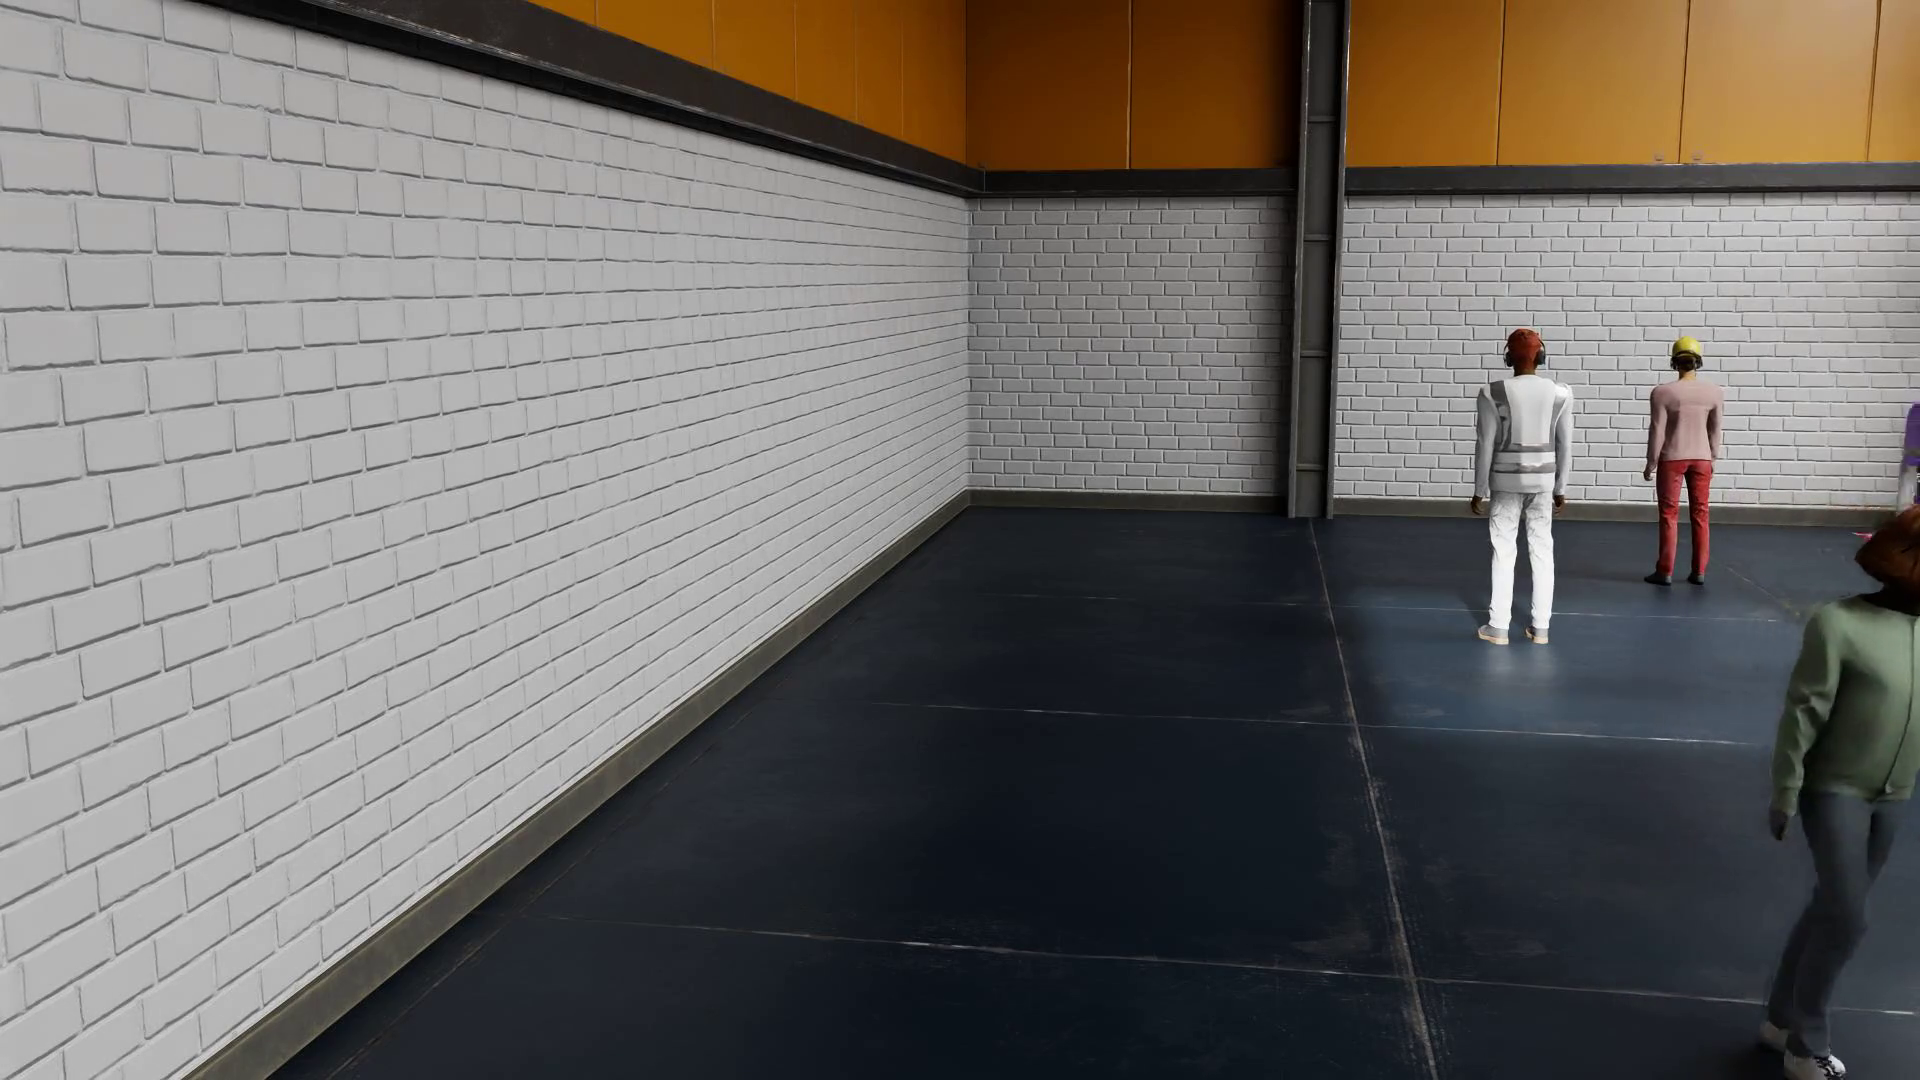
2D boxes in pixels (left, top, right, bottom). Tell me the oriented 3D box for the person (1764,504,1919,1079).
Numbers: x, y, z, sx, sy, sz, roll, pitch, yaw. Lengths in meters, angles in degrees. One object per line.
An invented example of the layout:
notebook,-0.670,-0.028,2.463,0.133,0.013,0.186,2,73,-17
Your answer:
person,2.443,0.700,4.475,0.531,1.604,0.521,-3,10,-18

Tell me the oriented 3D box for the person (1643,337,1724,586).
person,5.104,-0.551,11.770,0.523,1.763,0.329,0,9,-1

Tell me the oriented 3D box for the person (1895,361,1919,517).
person,5.307,-0.171,8.900,0.599,1.922,0.625,0,9,-2

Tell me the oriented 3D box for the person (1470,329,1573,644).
person,3.333,-0.311,9.903,0.575,1.882,0.360,0,9,-1
